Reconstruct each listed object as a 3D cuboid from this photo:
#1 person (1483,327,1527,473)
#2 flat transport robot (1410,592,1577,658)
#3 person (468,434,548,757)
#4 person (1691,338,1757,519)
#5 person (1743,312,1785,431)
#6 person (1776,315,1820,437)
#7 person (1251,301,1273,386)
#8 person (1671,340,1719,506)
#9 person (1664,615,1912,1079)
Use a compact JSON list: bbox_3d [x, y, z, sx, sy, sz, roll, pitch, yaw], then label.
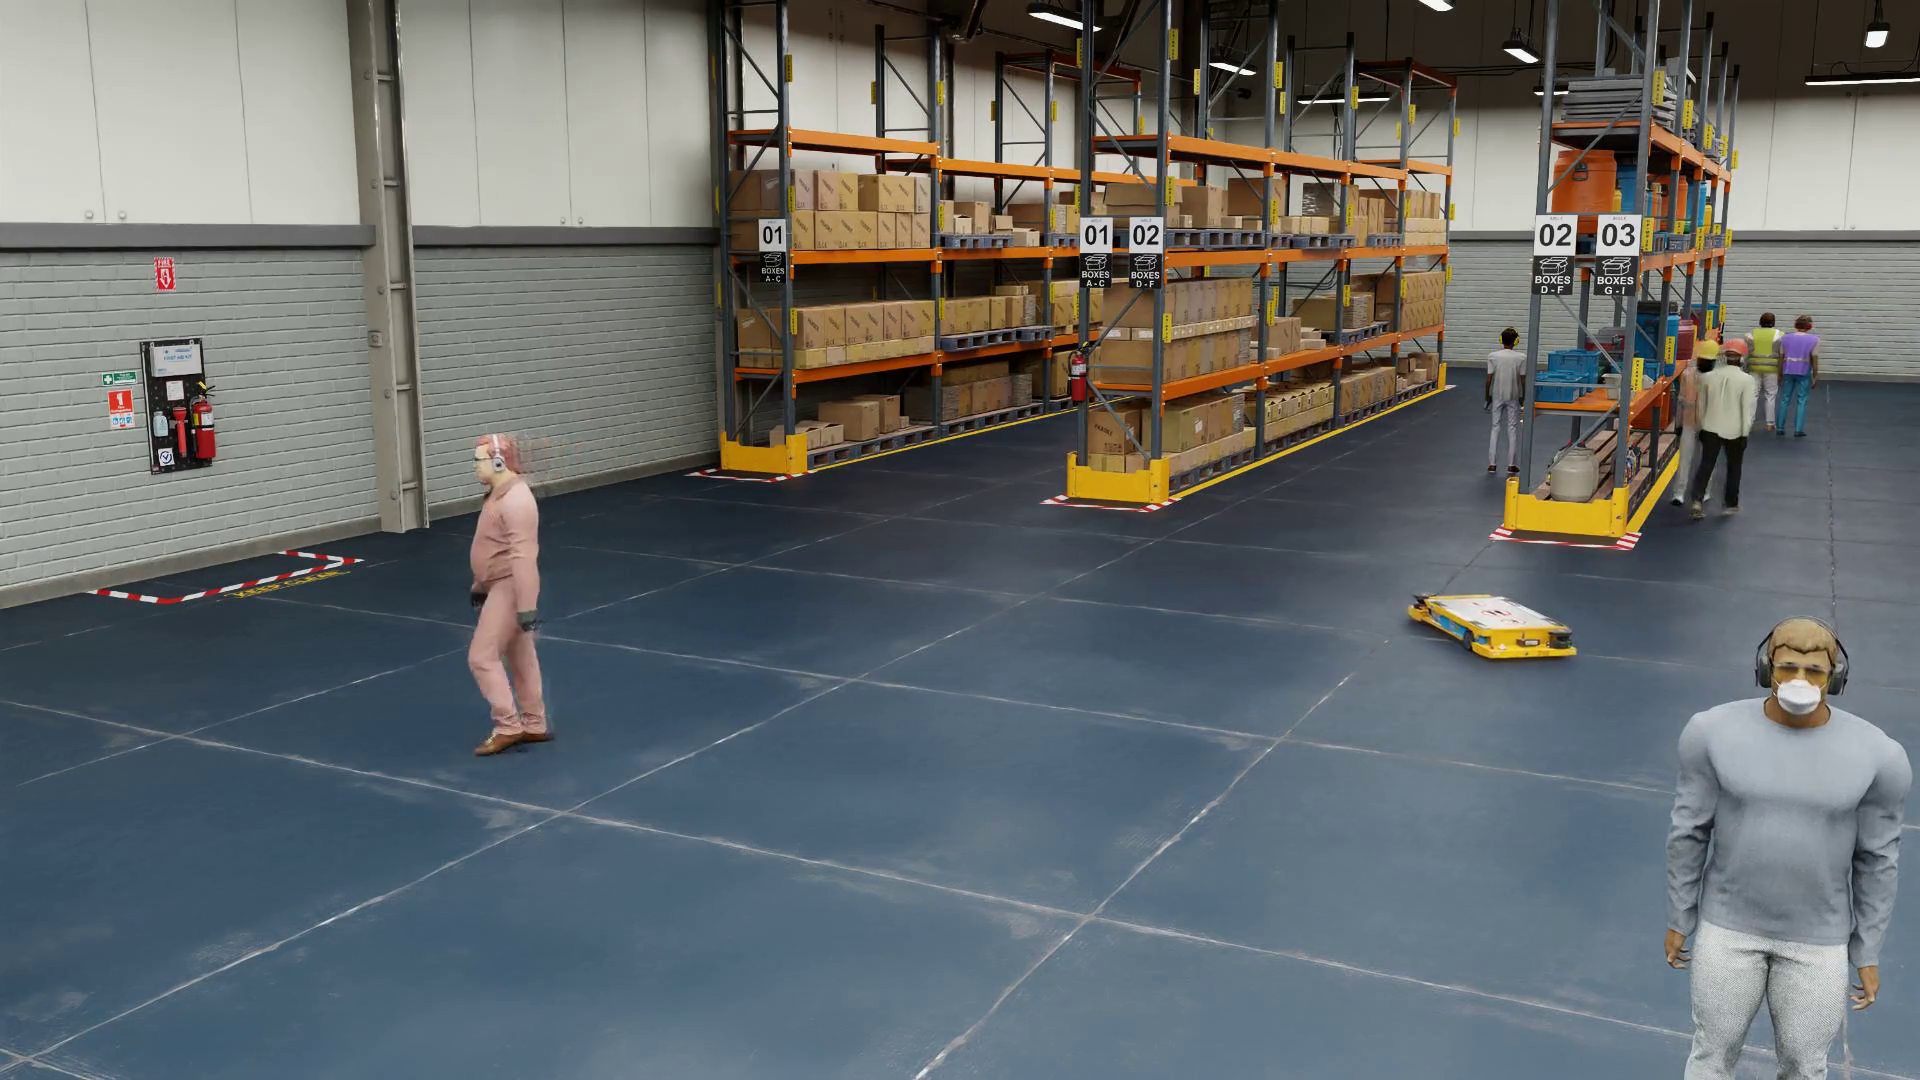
[{"bbox_3d":[6.988,-1.787,21.304,0.532,1.868,0.310,4,11,22],"label":"person"},{"bbox_3d":[3.983,0.623,12.517,0.652,0.197,1.431,-2,11,-8],"label":"flat transport robot"},{"bbox_3d":[-2.726,0.317,9.777,0.590,1.884,0.647,-3,11,-16],"label":"person"},{"bbox_3d":[8.169,-1.188,17.849,1.022,1.950,0.622,-10,14,-44],"label":"person"},{"bbox_3d":[12.541,-2.626,25.949,0.619,1.845,0.430,7,13,34],"label":"person"},{"bbox_3d":[12.680,-2.485,25.201,0.563,1.834,0.383,9,14,41],"label":"person"},{"bbox_3d":[5.217,-3.173,28.663,0.545,1.942,0.349,5,12,27],"label":"person"},{"bbox_3d":[8.276,-1.299,18.626,0.921,1.868,0.610,-10,14,-44],"label":"person"},{"bbox_3d":[2.433,1.173,4.972,0.631,1.940,0.372,5,12,26],"label":"person"}]
